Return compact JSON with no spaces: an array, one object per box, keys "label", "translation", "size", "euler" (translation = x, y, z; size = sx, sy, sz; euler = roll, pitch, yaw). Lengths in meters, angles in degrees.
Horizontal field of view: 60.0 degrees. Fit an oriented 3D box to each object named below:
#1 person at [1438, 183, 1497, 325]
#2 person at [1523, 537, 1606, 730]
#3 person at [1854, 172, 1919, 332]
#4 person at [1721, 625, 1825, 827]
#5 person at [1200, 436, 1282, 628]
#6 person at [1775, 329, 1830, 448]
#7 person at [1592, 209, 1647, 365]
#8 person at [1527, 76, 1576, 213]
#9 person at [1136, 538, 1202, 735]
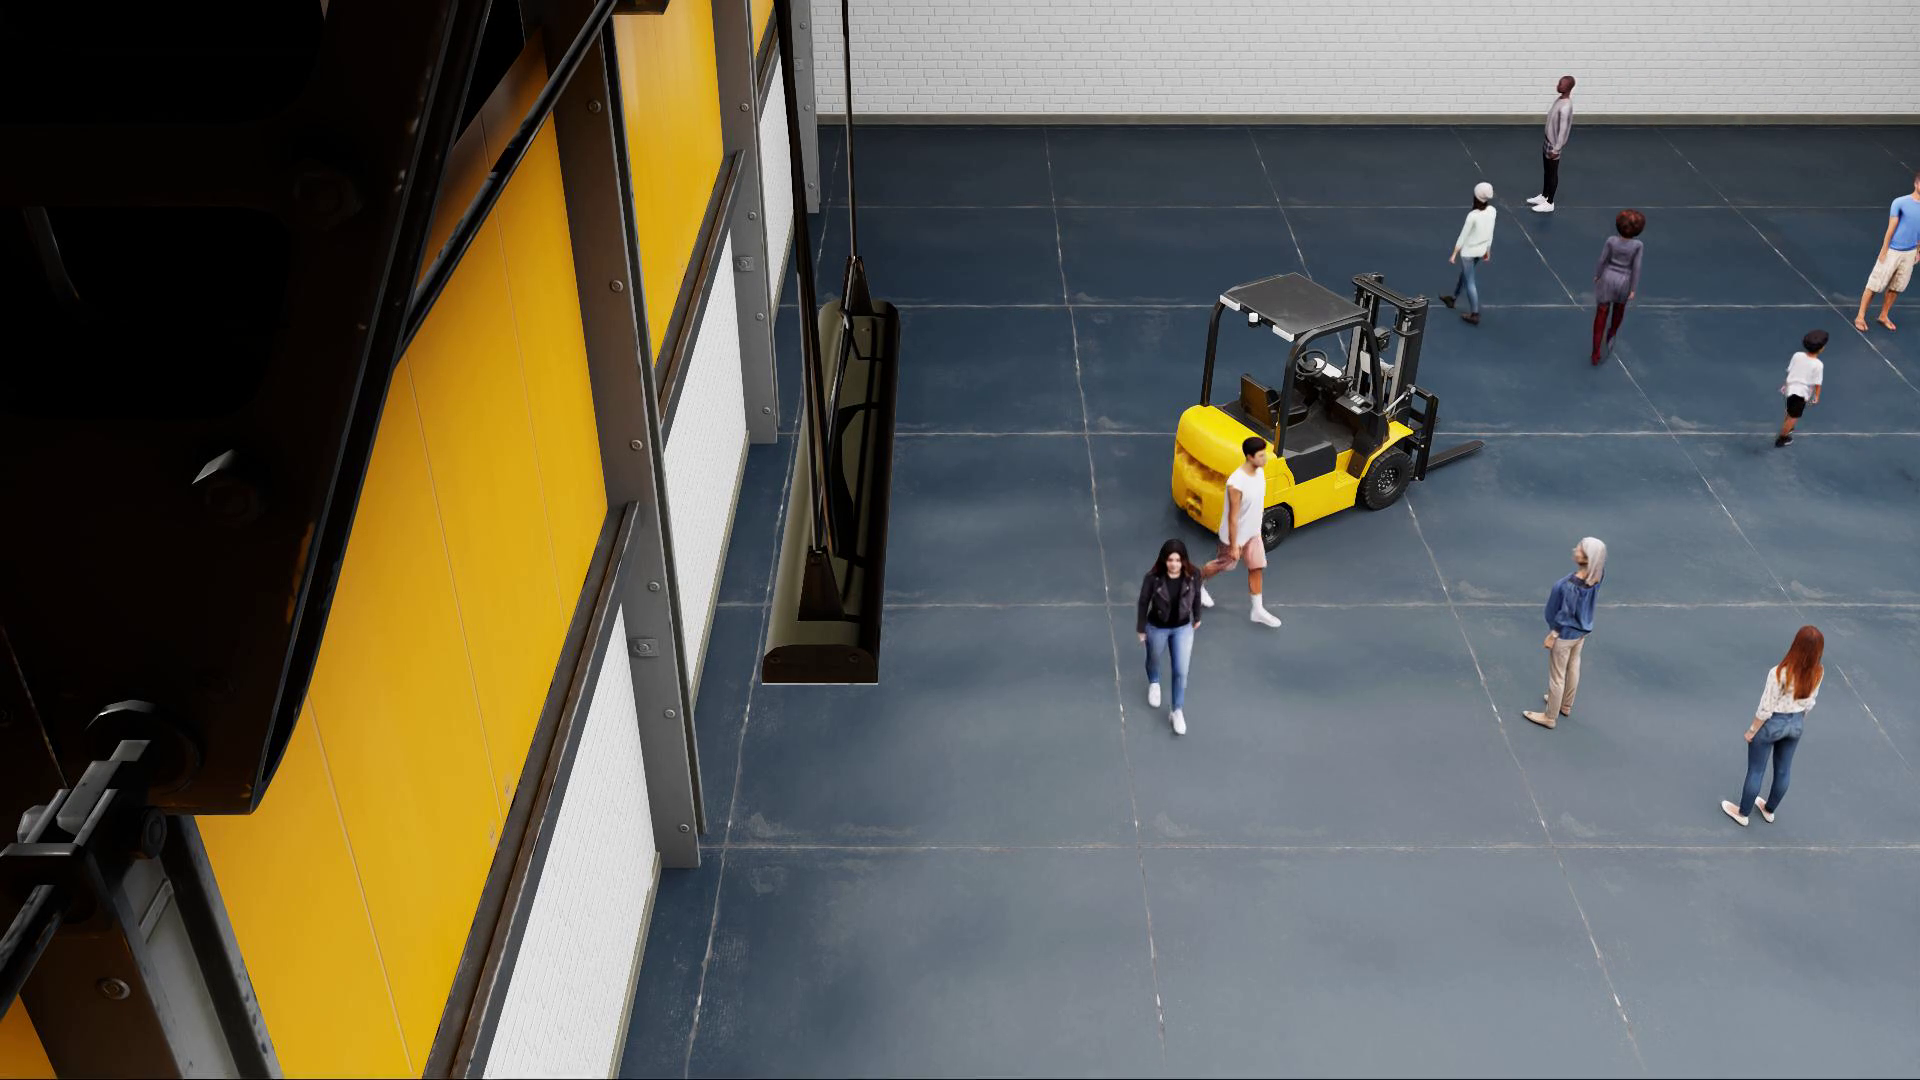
[{"label":"person","translation":[5.835,-3.219,18.776],"size":[0.890,1.621,1.041],"euler":[-18,38,-25]},{"label":"person","translation":[4.701,0.702,12.810],"size":[0.708,1.695,0.761],"euler":[-27,42,-34]},{"label":"person","translation":[10.511,-3.254,18.609],"size":[0.644,1.862,0.546],"euler":[-1,34,-2]},{"label":"person","translation":[5.841,1.325,11.843],"size":[0.594,1.728,0.537],"euler":[-4,34,-6]},{"label":"person","translation":[2.276,-0.109,13.979],"size":[1.168,1.751,1.156],"euler":[25,41,33]},{"label":"person","translation":[8.303,-1.489,16.510],"size":[0.703,1.248,0.659],"euler":[-19,38,-26]},{"label":"person","translation":[7.043,-2.694,17.940],"size":[0.923,1.671,1.150],"euler":[16,37,22]},{"label":"person","translation":[7.709,-5.137,21.525],"size":[0.686,1.772,0.480],"euler":[2,34,3]},{"label":"person","translation":[1.613,0.636,12.983],"size":[0.680,1.614,0.891],"euler":[-1,34,-1]}]
